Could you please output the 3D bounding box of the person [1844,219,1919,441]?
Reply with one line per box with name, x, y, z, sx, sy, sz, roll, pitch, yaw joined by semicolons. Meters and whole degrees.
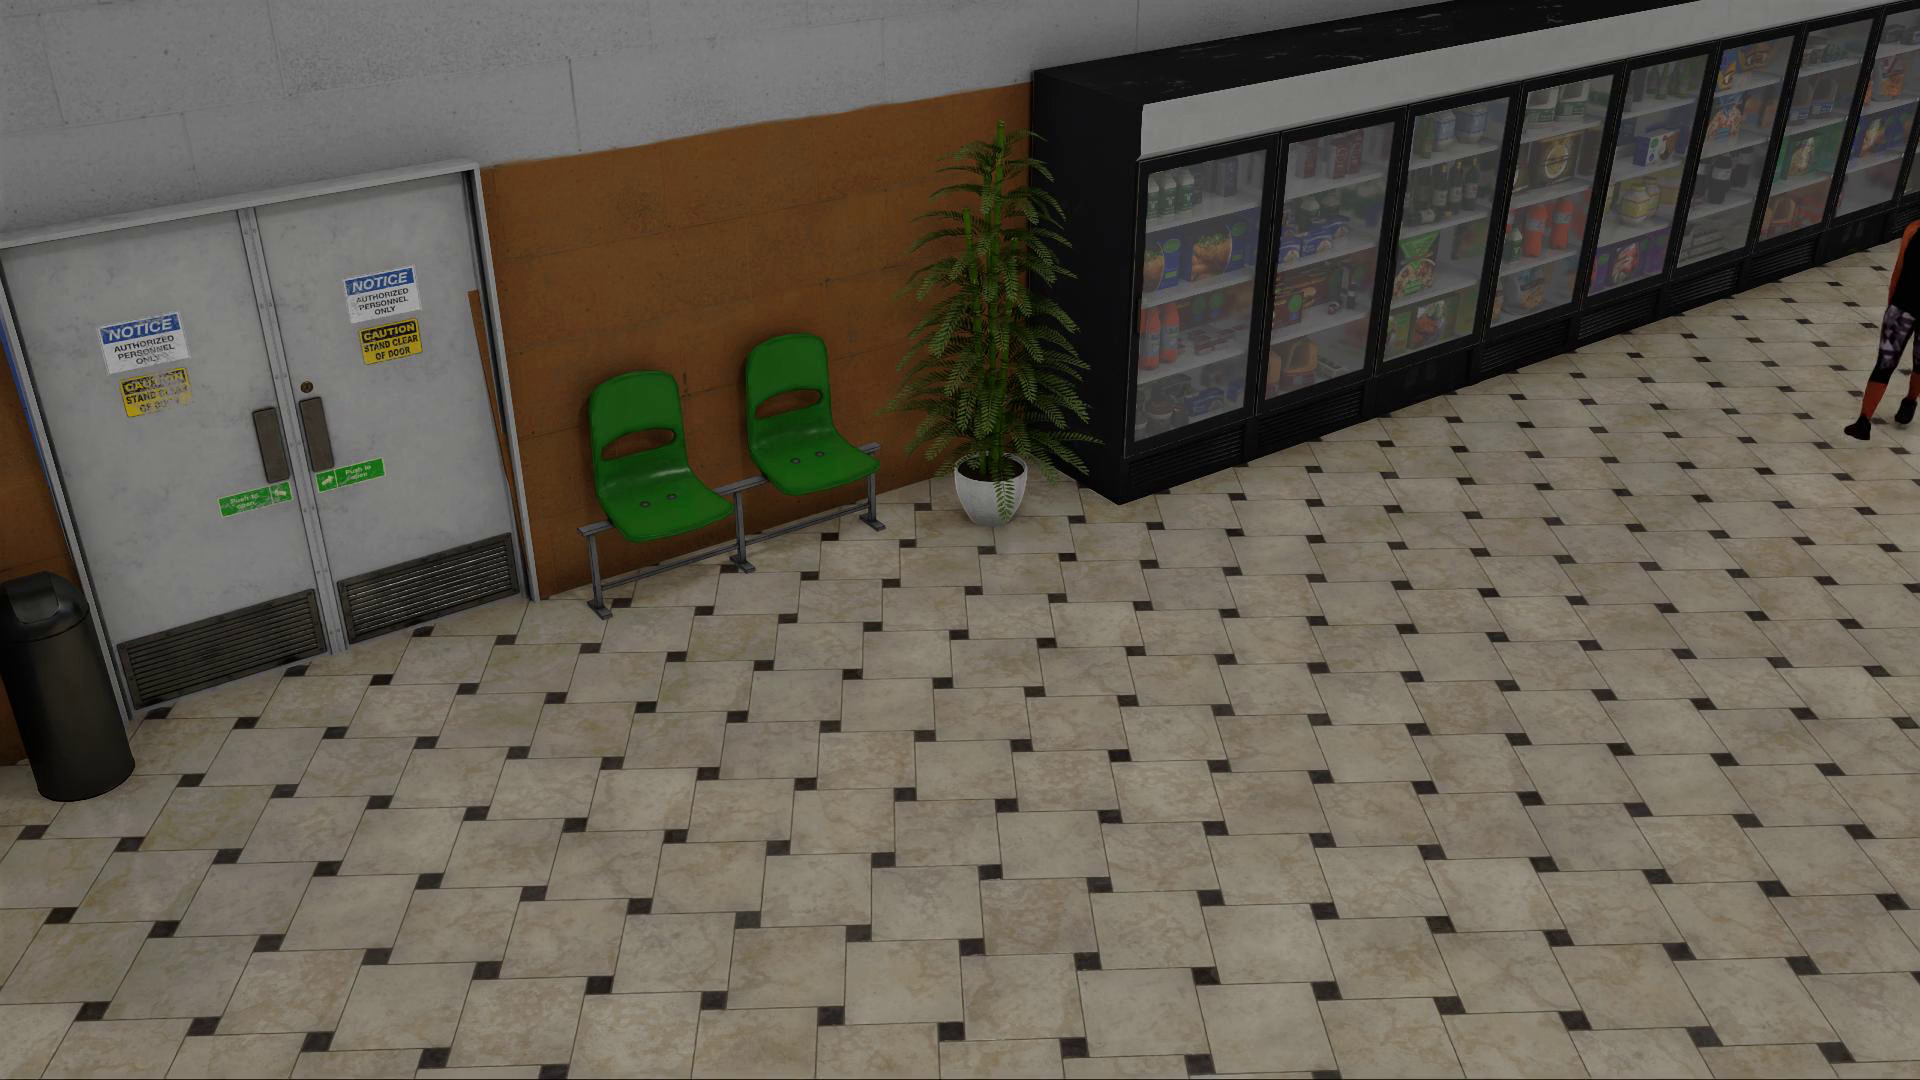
person;5.845;-1.393;10.049;0.773;1.615;1.093;-25;37;-38
